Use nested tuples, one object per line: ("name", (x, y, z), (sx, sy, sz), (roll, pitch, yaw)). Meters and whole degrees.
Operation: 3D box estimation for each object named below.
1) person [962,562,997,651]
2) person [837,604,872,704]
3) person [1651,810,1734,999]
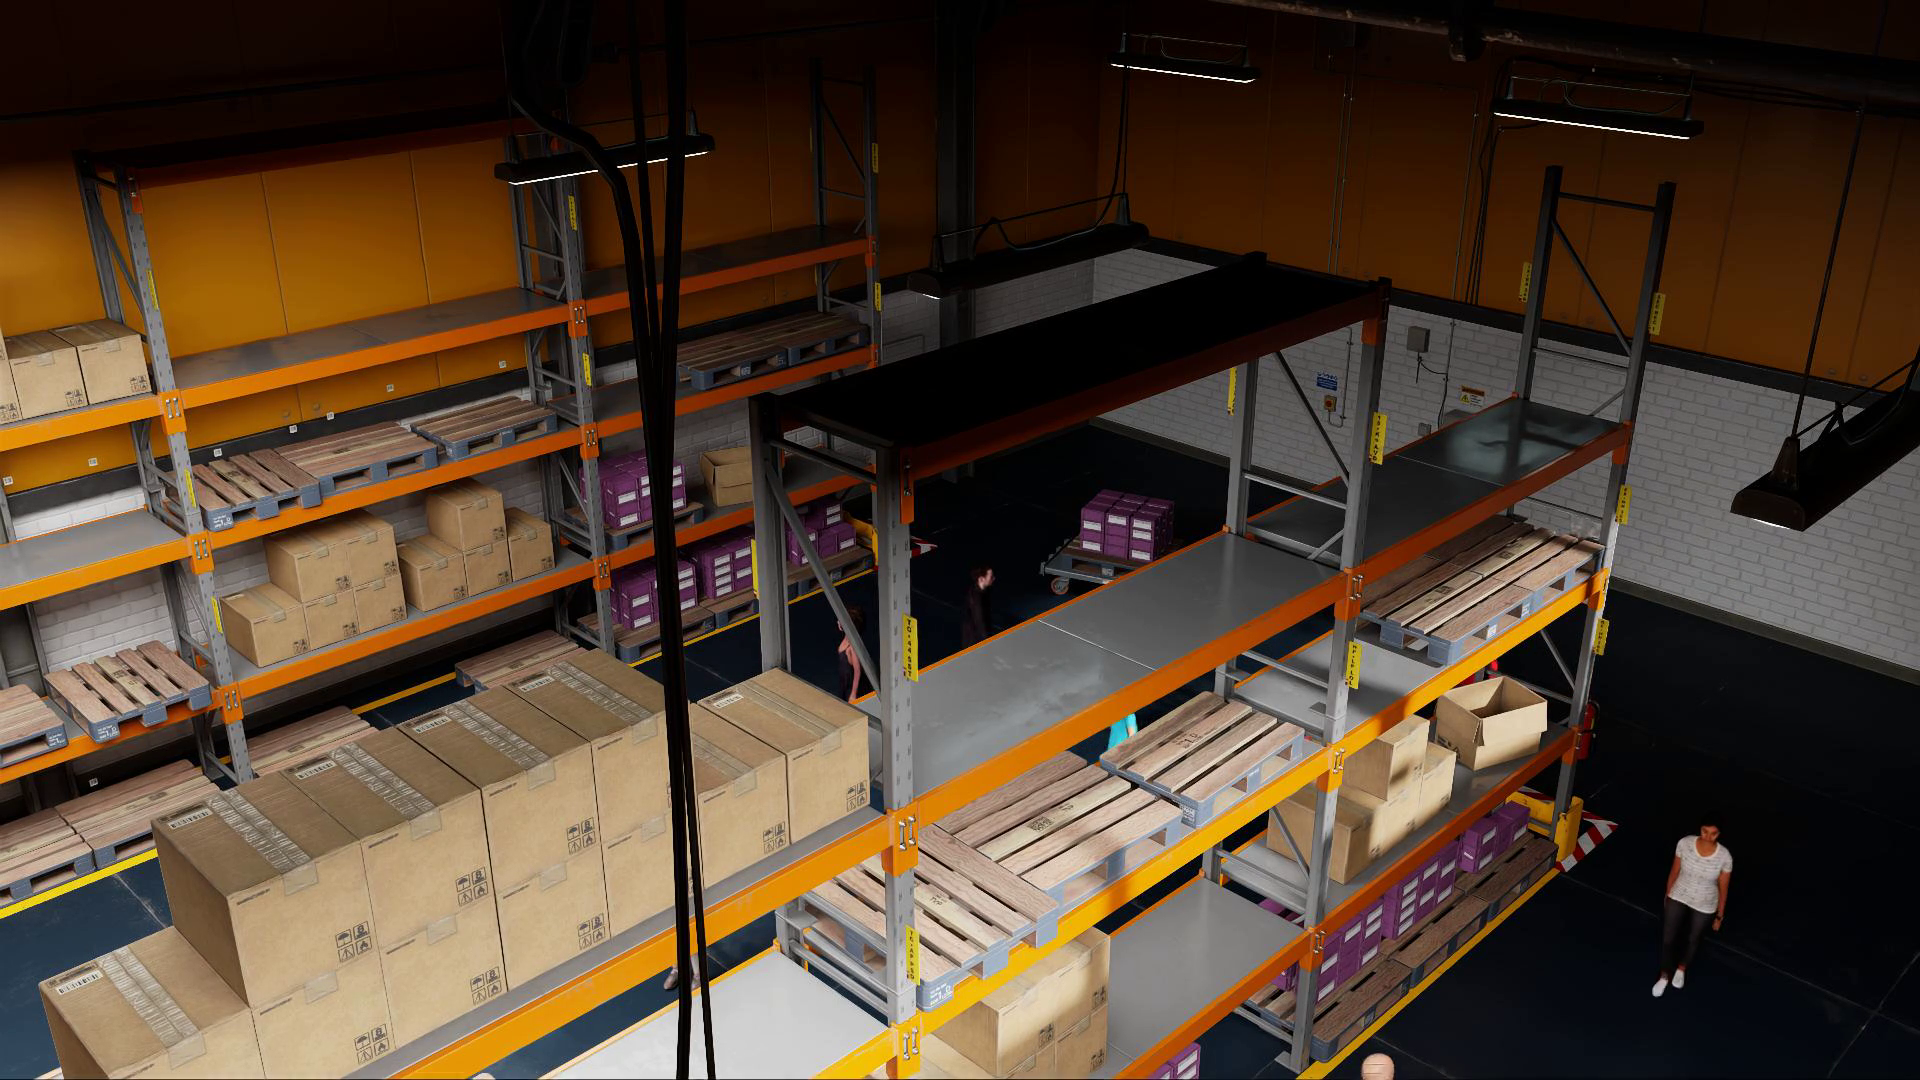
("person", (0.092, 1.123, 16.480), (1.243, 1.862, 1.216), (1, 24, 3))
("person", (-1.011, 1.419, 15.893), (0.684, 1.789, 0.655), (-6, 24, -13))
("person", (5.735, 2.784, 12.975), (0.691, 1.626, 0.787), (14, 27, 29))
